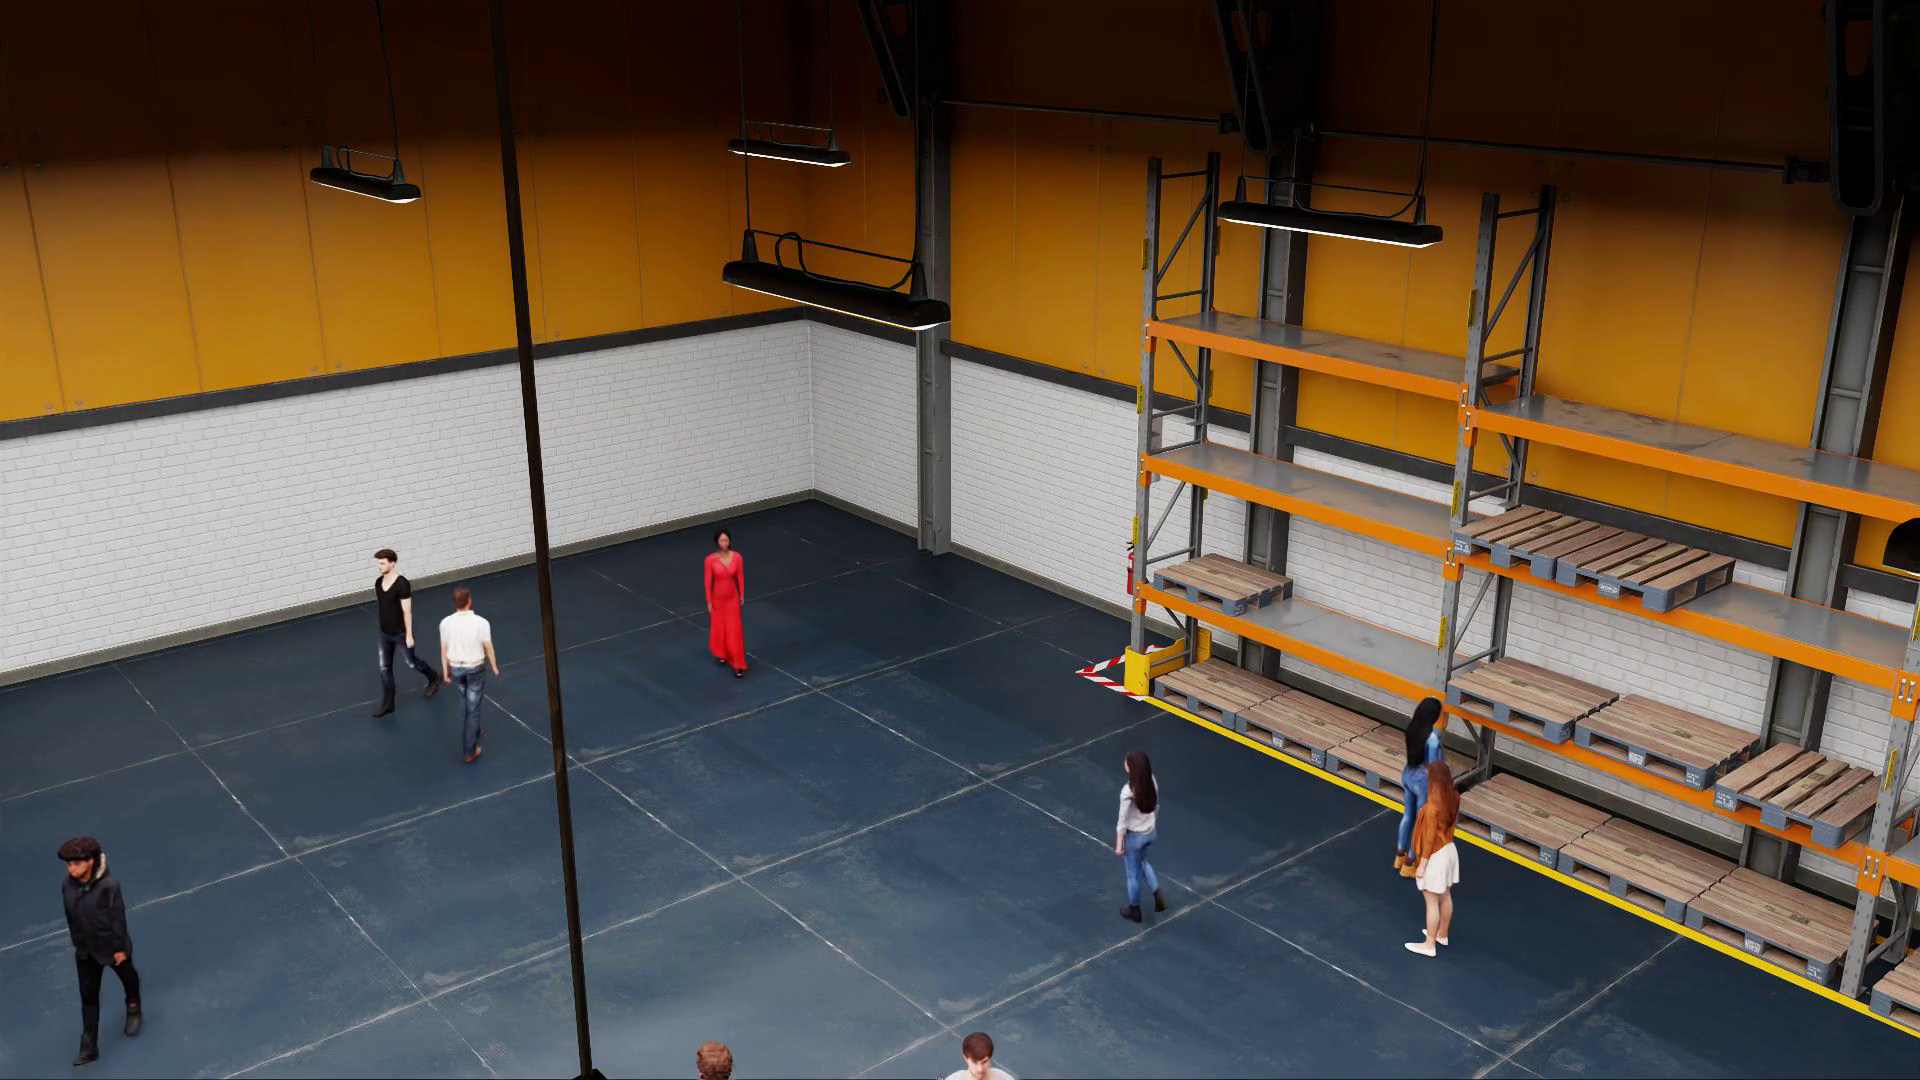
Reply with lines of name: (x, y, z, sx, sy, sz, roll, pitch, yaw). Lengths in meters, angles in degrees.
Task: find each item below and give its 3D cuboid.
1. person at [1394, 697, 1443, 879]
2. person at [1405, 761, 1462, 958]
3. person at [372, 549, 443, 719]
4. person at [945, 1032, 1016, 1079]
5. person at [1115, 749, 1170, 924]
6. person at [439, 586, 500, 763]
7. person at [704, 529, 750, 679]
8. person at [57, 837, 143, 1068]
person: (4.118, 2.230, 14.980, 0.759, 1.700, 0.625, -6, 19, -16)
person: (3.965, 2.630, 13.769, 0.622, 1.715, 0.573, -17, 25, -41)
person: (-6.161, 0.987, 18.411, 1.228, 1.867, 1.045, 10, 21, 26)
person: (0.119, 3.784, 10.211, 1.051, 1.800, 1.264, -3, 19, -9)
person: (1.590, 2.551, 14.153, 0.718, 1.621, 0.658, 17, 25, 42)
person: (-5.128, 1.414, 17.198, 0.984, 1.831, 1.031, 3, 19, 9)
person: (-2.764, 0.710, 19.442, 0.933, 1.733, 1.226, -6, 19, -16)
person: (-6.460, 3.015, 12.604, 1.029, 1.729, 1.174, -1, 19, -4)
